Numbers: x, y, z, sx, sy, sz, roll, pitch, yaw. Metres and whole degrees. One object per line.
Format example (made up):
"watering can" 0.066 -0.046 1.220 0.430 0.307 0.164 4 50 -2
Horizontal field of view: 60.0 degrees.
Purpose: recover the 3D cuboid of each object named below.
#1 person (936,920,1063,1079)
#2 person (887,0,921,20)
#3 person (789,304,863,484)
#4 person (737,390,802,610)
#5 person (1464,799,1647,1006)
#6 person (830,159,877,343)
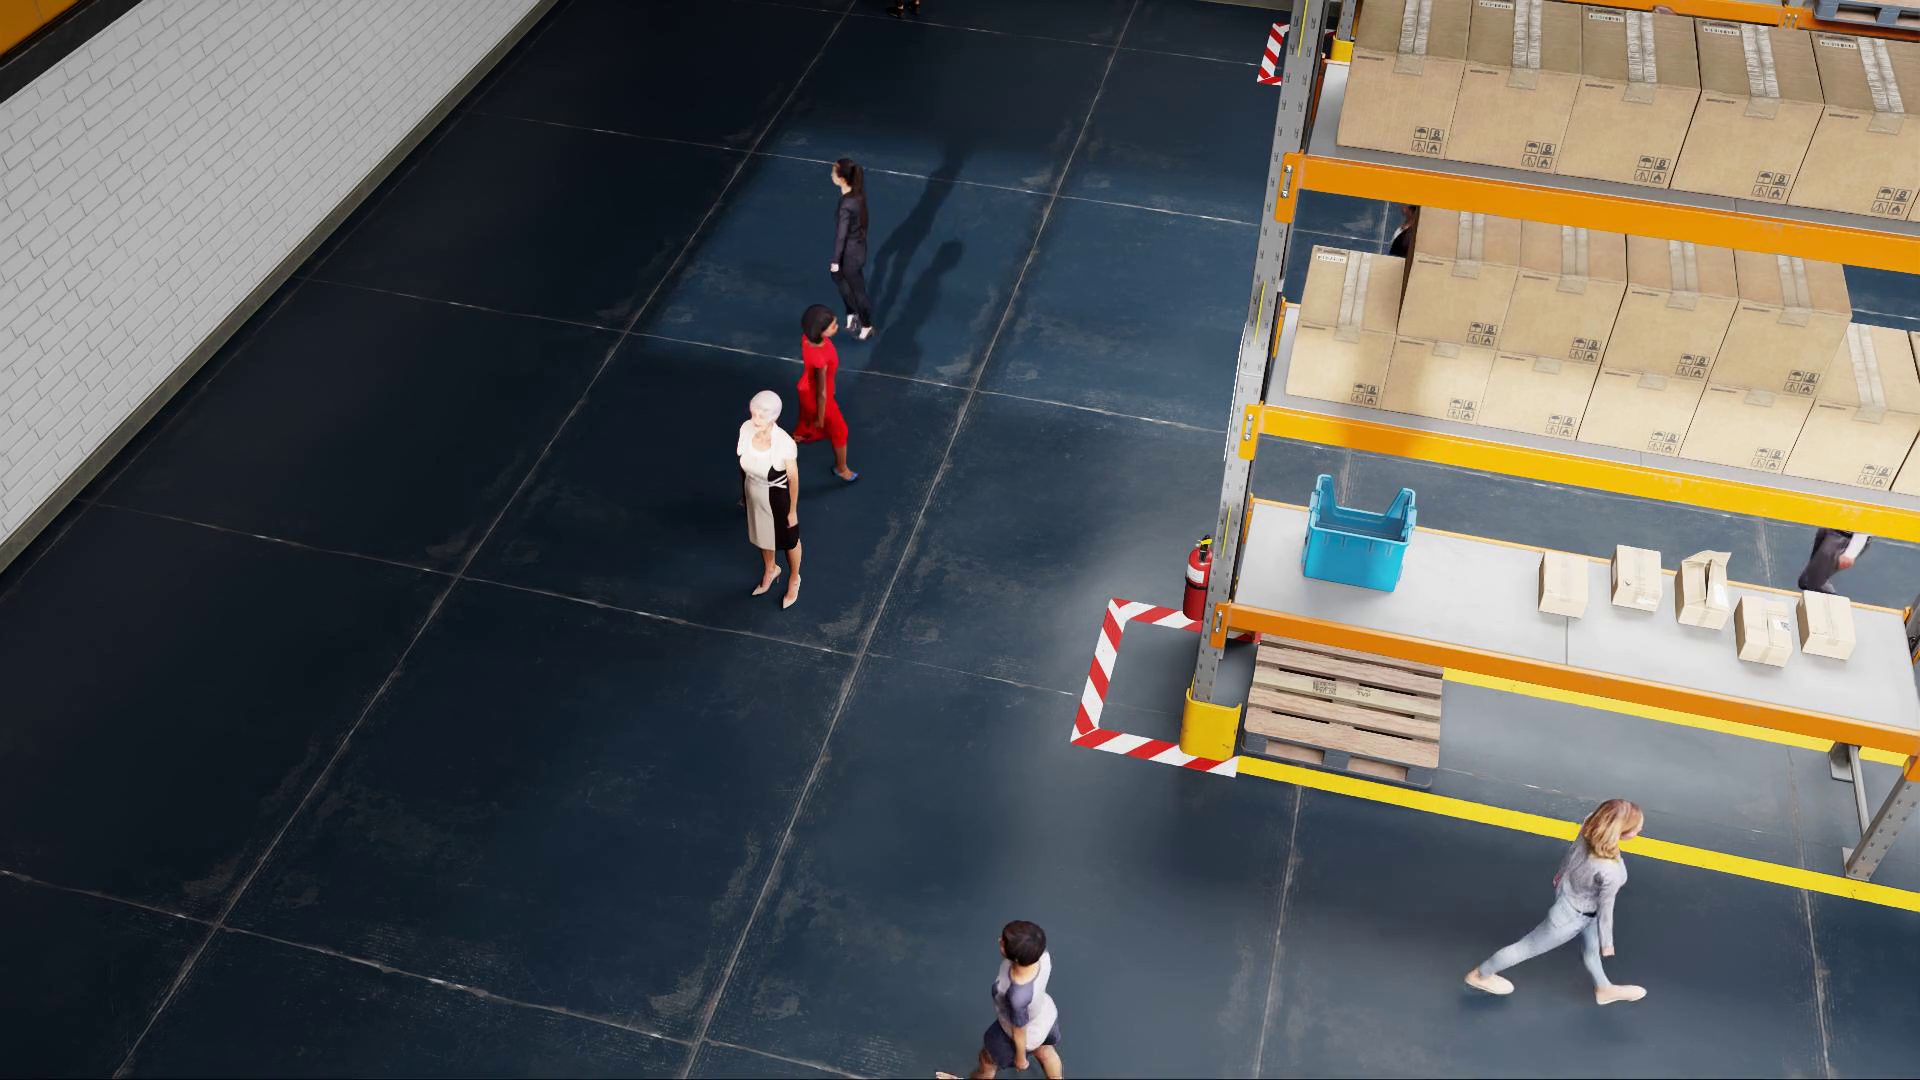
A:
"person" 0.394 2.456 8.402 0.928 1.535 0.646 15 46 15
"person" -0.590 -6.362 17.521 0.695 1.723 0.752 -22 48 -22
"person" -1.105 -0.962 11.863 1.138 1.709 0.980 -17 46 -17
"person" -1.256 -0.275 11.108 0.581 1.756 0.744 23 48 22
"person" 3.149 1.955 8.780 1.213 1.738 0.706 6 44 6
"person" -0.778 -2.273 13.244 0.616 1.702 0.627 7 44 7
